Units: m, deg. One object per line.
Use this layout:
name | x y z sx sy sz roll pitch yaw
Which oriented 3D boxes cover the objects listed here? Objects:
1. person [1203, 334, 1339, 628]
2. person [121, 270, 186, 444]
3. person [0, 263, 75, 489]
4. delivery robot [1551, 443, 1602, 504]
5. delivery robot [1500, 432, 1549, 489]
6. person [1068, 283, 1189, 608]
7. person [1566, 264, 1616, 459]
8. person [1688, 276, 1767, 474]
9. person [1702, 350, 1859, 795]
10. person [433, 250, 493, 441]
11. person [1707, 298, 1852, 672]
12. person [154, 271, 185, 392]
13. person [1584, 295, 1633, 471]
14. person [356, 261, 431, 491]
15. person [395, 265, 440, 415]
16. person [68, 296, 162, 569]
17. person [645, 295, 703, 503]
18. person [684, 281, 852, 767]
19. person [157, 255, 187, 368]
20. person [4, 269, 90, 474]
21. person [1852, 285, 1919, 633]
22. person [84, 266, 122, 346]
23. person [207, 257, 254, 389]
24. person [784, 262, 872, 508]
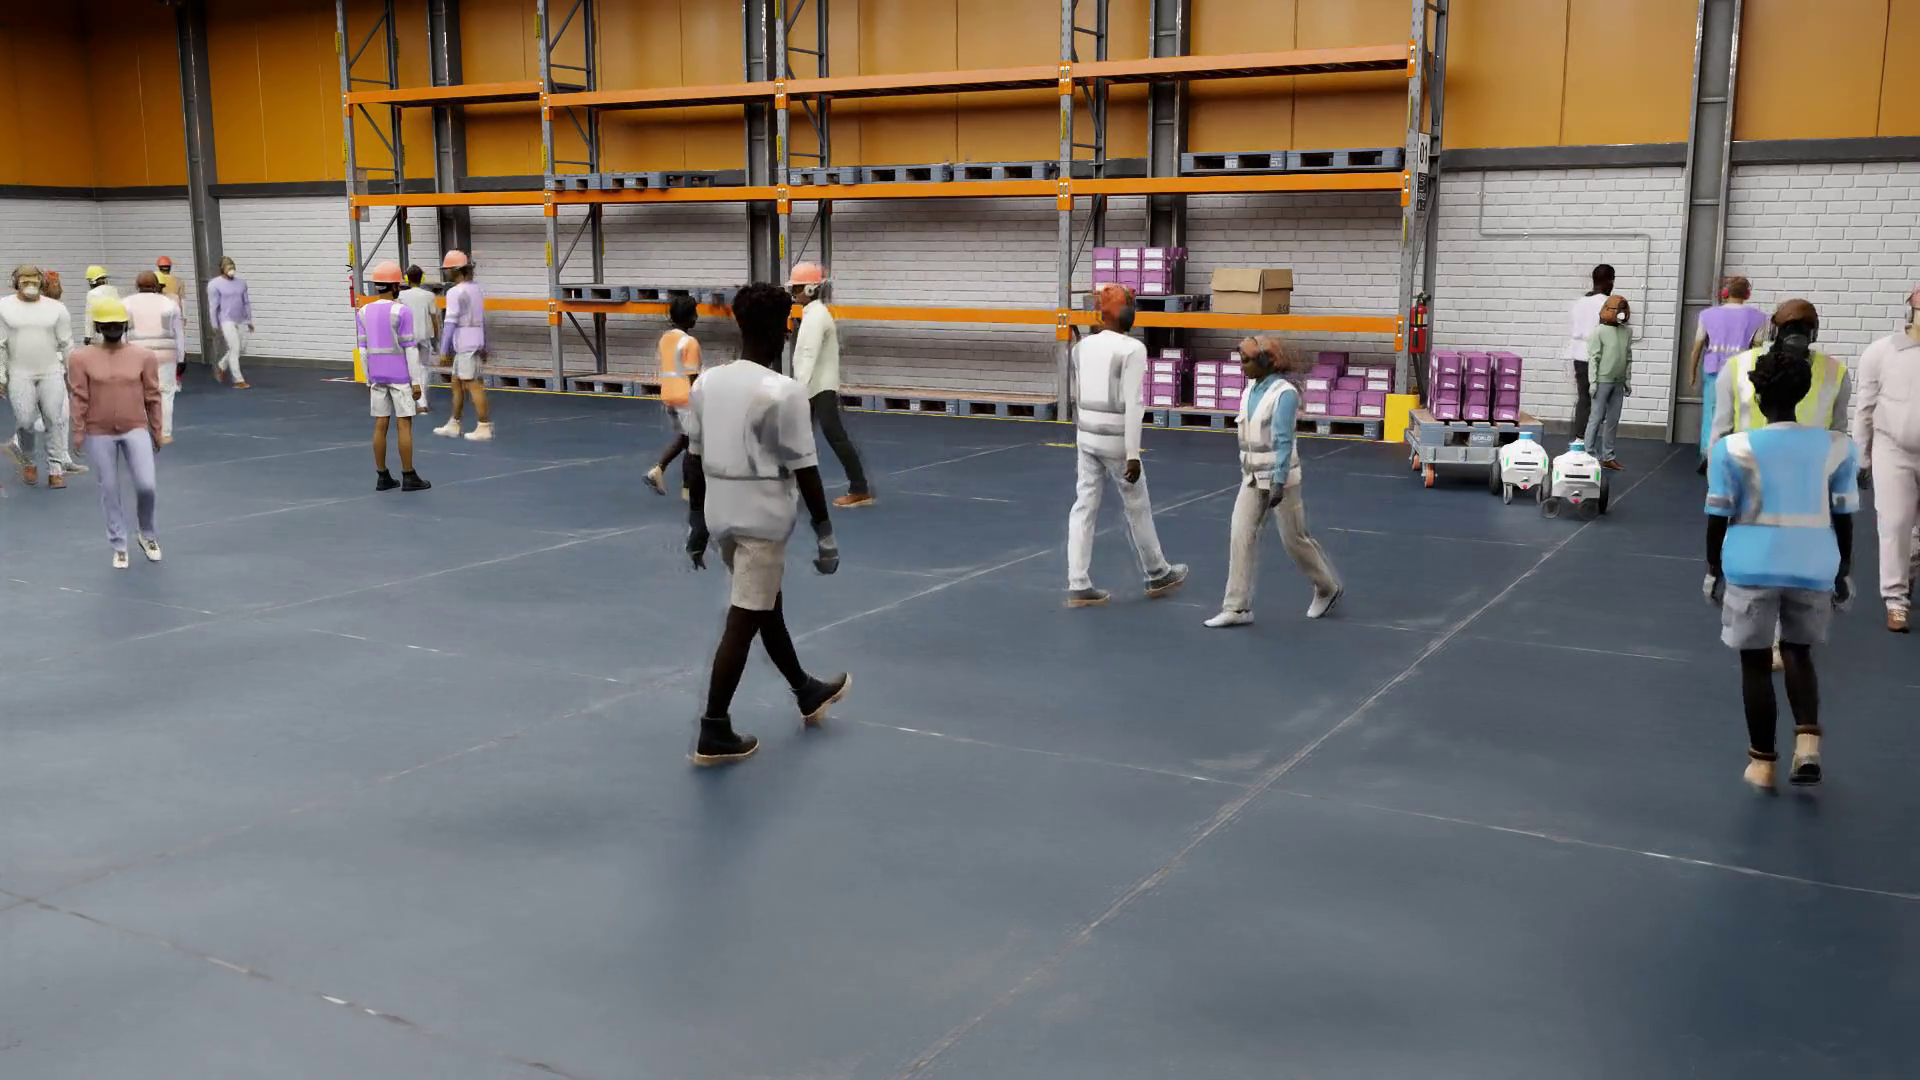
person | 1.737 -0.328 9.092 0.819 1.596 0.530 -5 11 -26
person | -8.402 -1.888 17.304 0.632 1.824 0.549 -3 11 -18
person | -7.875 -1.385 14.172 0.637 1.920 0.432 -8 13 -38
delivery robot | 4.737 -0.503 12.785 0.477 0.478 0.707 3 11 18
delivery robot | 4.594 -0.637 13.542 0.477 0.478 0.707 3 10 16
person | 0.958 -0.551 9.657 0.923 1.844 0.611 -8 13 -39
person | 6.114 -1.706 16.075 0.449 1.890 0.633 -3 10 -16
person | 6.987 -1.502 15.184 0.629 1.807 0.884 5 11 24
person | 3.066 0.127 6.268 0.543 1.676 0.362 1 10 8
person | -5.384 -2.052 17.677 0.855 2.013 0.645 1 10 7
person | 4.094 -0.305 8.364 0.630 1.813 0.861 5 11 24
person | -11.006 -2.846 22.982 0.536 1.740 0.521 -4 11 -21
person | 5.983 -1.440 15.329 0.493 1.624 0.280 -5 11 -25
person | -4.798 -1.376 14.074 0.543 1.939 0.361 3 10 17
person | -6.806 -2.493 20.735 0.516 1.828 0.946 -6 12 -33
person | -5.399 -0.679 10.667 0.540 1.756 0.386 -5 11 -28
person | -2.256 -1.120 13.354 0.431 1.677 0.546 -8 13 -38
person | -0.745 -0.084 6.805 0.640 1.912 0.981 9 14 43
person | -13.145 -3.759 27.614 0.553 1.919 0.533 -7 12 -34
person | -8.278 -1.501 14.985 0.548 1.865 0.599 -3 10 -15
person | 5.248 -0.474 9.133 0.654 1.878 0.810 3 11 19
person | -11.836 -2.873 22.941 0.754 1.792 0.608 1 10 6
person | -10.716 -3.180 24.342 0.767 1.920 0.628 5 11 27
person | -1.172 -1.199 13.060 1.033 1.938 0.627 -2 10 -10
